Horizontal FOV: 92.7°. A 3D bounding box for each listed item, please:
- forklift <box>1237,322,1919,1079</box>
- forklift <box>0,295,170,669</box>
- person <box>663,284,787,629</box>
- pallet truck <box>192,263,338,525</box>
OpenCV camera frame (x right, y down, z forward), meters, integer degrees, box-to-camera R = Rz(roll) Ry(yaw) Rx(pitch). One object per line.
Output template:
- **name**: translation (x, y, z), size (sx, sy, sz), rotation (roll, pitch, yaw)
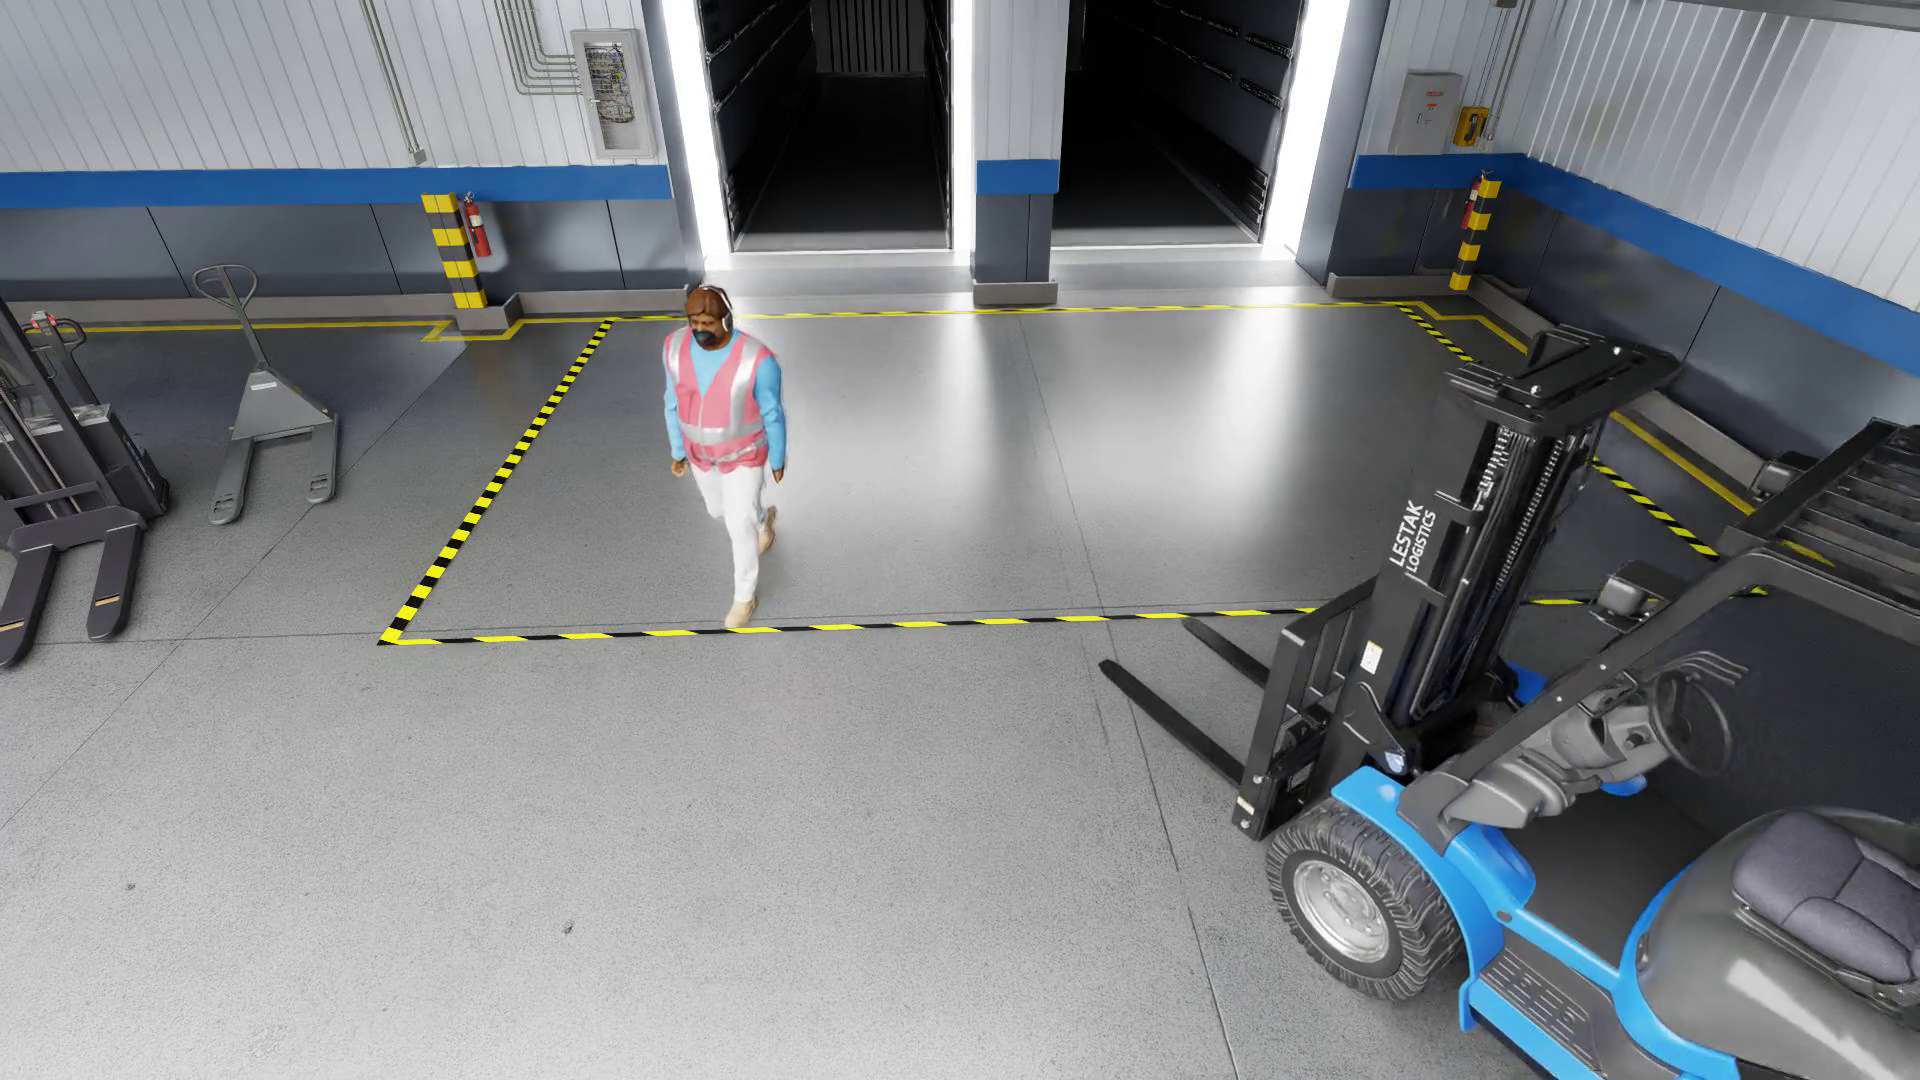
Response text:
- **forklift**: translation (2.323, 0.796, 2.535), size (1.157, 2.036, 2.680), rotation (-22, 40, -28)
- **forklift**: translation (-5.212, -0.618, 4.878), size (0.823, 1.965, 1.885), rotation (-20, 39, -26)
- **person**: translation (-1.201, -0.488, 4.859), size (0.621, 1.805, 0.888), rotation (11, 36, 16)
- **pallet truck**: translation (-4.778, -1.027, 6.128), size (0.680, 1.201, 1.601), rotation (-17, 38, -23)
